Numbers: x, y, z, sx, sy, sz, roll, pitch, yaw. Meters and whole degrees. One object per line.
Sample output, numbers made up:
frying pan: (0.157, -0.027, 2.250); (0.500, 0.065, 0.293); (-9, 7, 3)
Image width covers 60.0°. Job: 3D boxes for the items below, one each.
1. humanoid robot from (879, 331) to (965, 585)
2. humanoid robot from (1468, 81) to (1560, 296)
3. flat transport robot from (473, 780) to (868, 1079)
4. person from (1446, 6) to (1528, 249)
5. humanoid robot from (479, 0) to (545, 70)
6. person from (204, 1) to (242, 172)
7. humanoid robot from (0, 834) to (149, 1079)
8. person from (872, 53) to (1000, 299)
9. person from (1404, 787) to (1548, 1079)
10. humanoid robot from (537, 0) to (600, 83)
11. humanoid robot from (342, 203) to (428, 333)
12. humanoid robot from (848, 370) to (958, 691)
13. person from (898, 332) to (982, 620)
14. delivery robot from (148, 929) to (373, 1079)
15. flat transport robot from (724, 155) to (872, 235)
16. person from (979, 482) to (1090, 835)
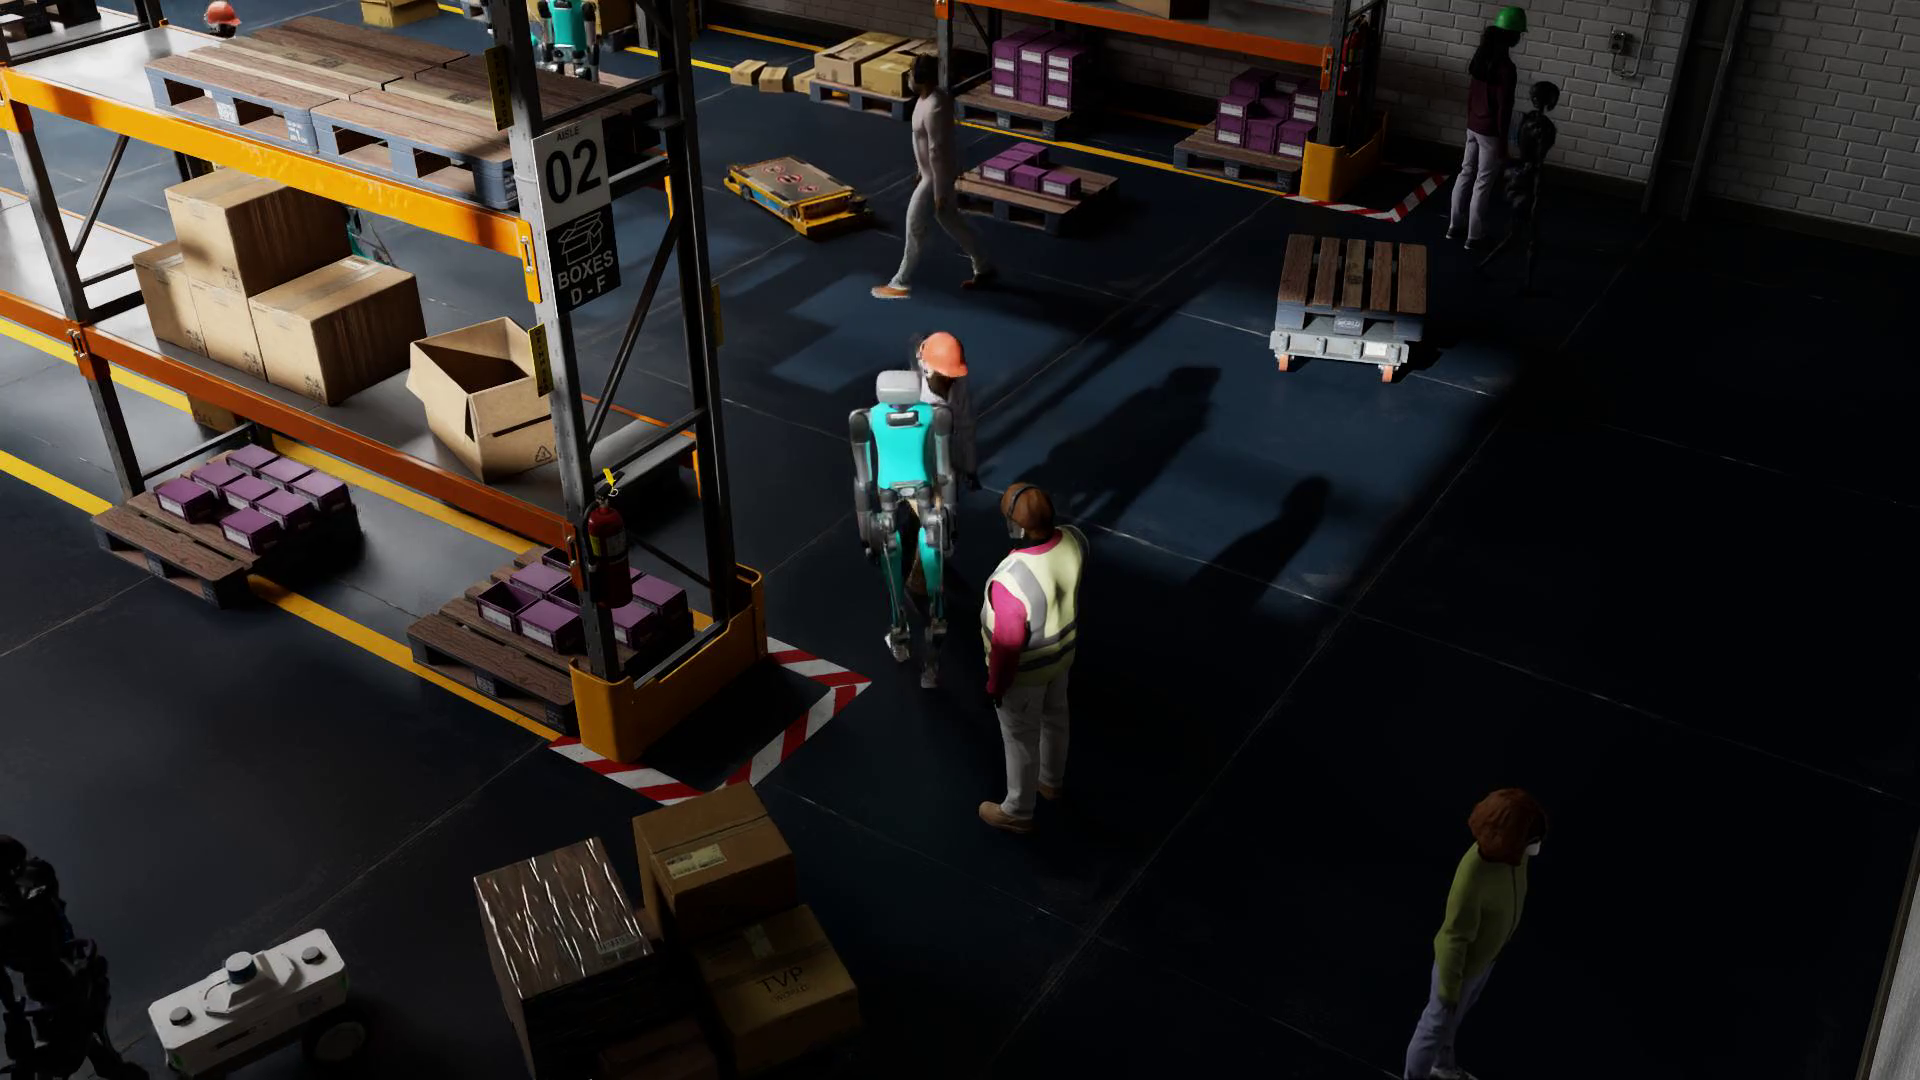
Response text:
humanoid robot: (-0.204, -0.459, 9.292); (0.596, 1.634, 0.425); (-21, 39, -29)
humanoid robot: (4.336, -2.710, 12.793); (0.581, 1.642, 0.584); (0, 33, 1)
flat transport robot: (-1.092, 2.077, 6.681); (0.659, 0.231, 1.431); (-16, 36, -23)
person: (4.250, -3.311, 13.428); (0.431, 1.945, 0.488); (-11, 35, -17)
humanoid robot: (-4.359, -5.109, 16.411); (0.768, 1.800, 0.542); (19, 38, 27)
person: (-6.250, -3.787, 14.376); (0.907, 1.697, 0.588); (7, 34, 11)
humanoid robot: (-3.249, 1.690, 5.998); (0.598, 1.644, 0.601); (-3, 33, -4)
person: (-0.156, -2.751, 12.636); (1.004, 1.883, 0.654); (-2, 33, -3)
person: (1.927, 1.558, 6.225); (0.283, 1.633, 0.500); (25, 41, 33)
humanoid robot: (-3.484, -3.954, 14.615); (0.532, 1.785, 0.784); (8, 34, 12)
humanoid robot: (-4.220, -2.162, 11.891); (1.010, 1.776, 0.532); (7, 34, 10)
humanoid robot: (-0.251, 0.076, 8.432); (0.552, 1.787, 0.841); (-4, 33, -6)
person: (-0.123, -0.353, 9.069); (0.452, 1.727, 0.569); (25, 40, 33)
delivery robot: (-2.811, 1.902, 6.705); (0.812, 0.614, 0.499); (-23, 39, -31)
flat transport robot: (-1.435, -3.031, 14.531); (0.659, 0.231, 1.431); (-21, 39, -29)
person: (0.307, 0.544, 7.602); (0.430, 1.838, 0.619); (22, 39, 30)
